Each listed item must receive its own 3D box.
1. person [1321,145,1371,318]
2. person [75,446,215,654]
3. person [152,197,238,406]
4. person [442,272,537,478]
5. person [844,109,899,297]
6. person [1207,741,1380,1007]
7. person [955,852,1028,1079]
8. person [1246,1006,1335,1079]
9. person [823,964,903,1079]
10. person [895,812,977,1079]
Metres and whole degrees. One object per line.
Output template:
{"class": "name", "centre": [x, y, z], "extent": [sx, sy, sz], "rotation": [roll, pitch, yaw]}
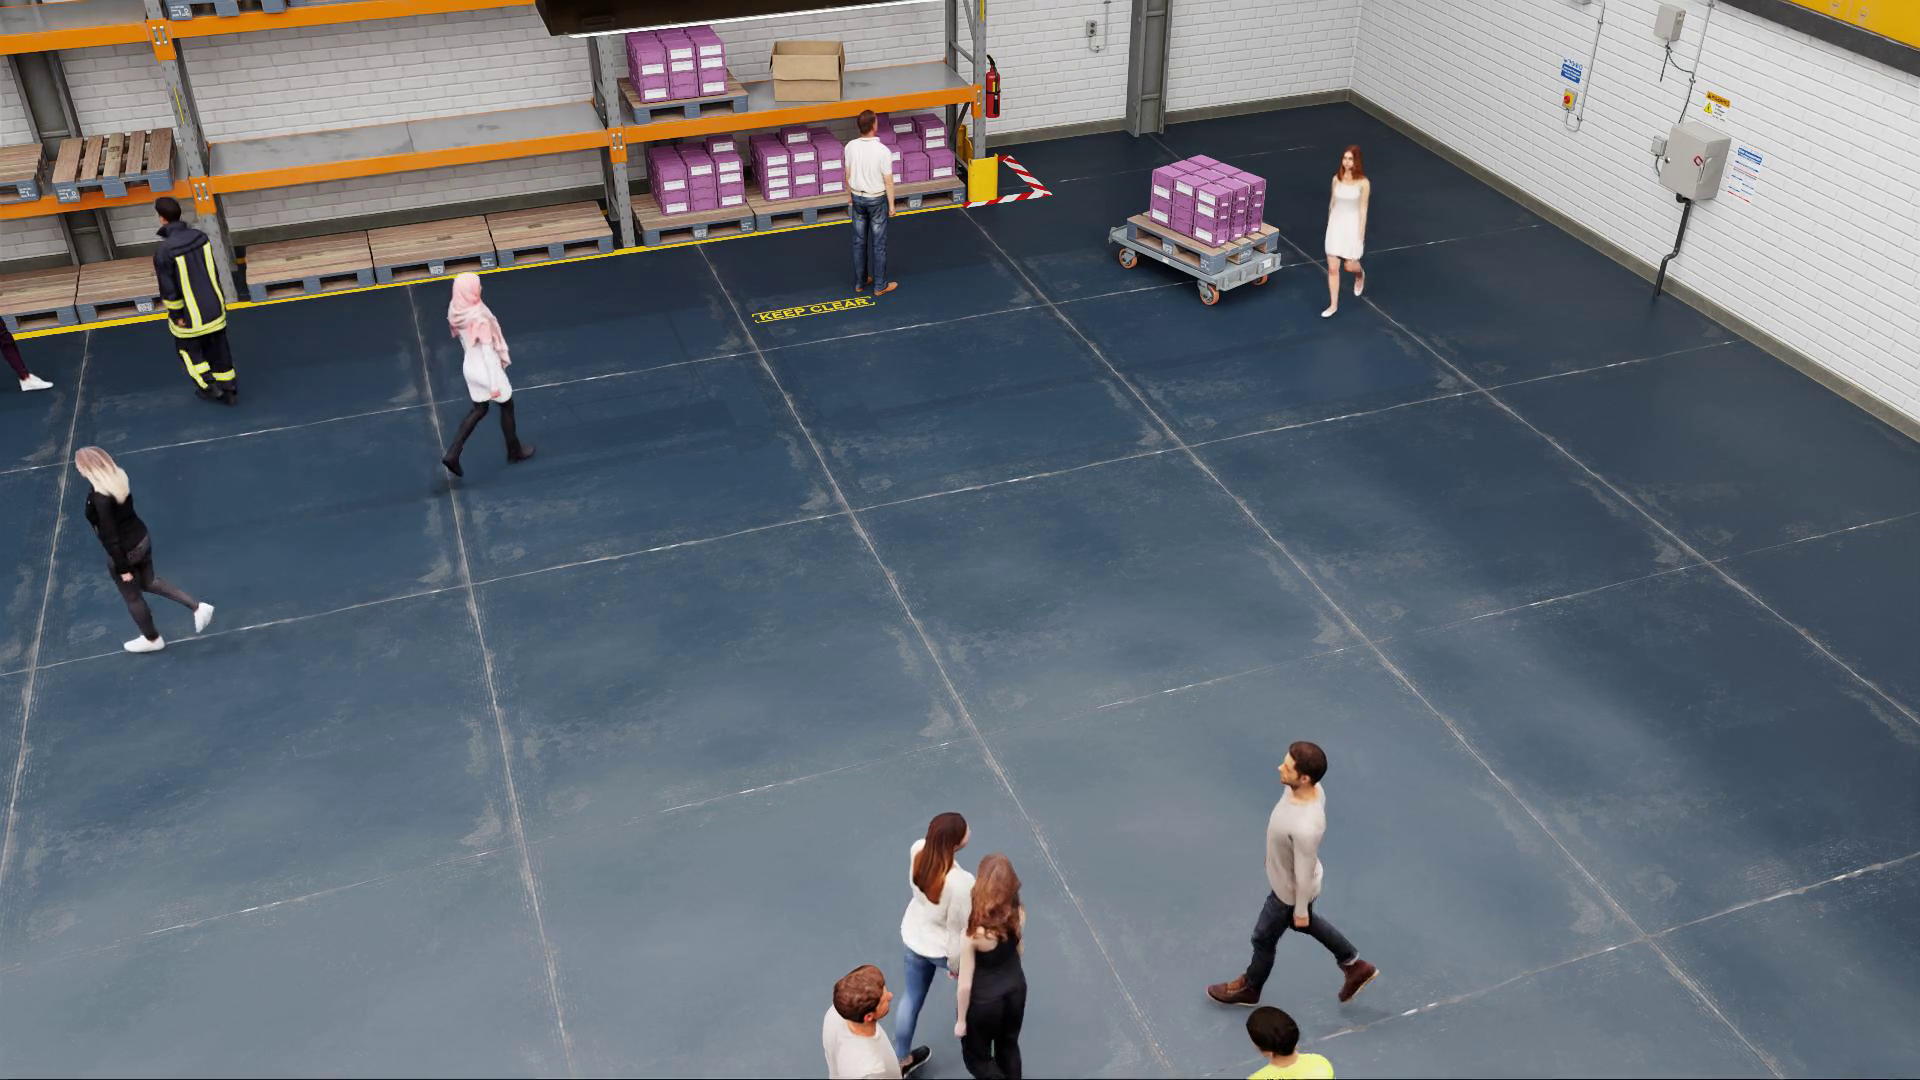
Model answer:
{"class": "person", "centre": [3.752, -3.010, 16.058], "extent": [0.839, 1.695, 0.989], "rotation": [23, 40, 31]}
{"class": "person", "centre": [-5.604, 0.075, 11.442], "extent": [0.960, 1.667, 0.746], "rotation": [-3, 34, -4]}
{"class": "person", "centre": [-6.553, -2.029, 14.386], "extent": [0.972, 1.913, 0.885], "rotation": [18, 38, 25]}
{"class": "person", "centre": [-3.913, -1.306, 13.414], "extent": [0.988, 1.784, 1.161], "rotation": [24, 40, 31]}
{"class": "person", "centre": [-0.903, -3.326, 16.390], "extent": [0.742, 1.855, 0.797], "rotation": [15, 36, 21]}
{"class": "person", "centre": [1.831, 1.804, 8.684], "extent": [1.229, 1.842, 0.988], "rotation": [4, 34, 7]}
{"class": "person", "centre": [0.172, 2.254, 8.109], "extent": [0.746, 1.729, 0.645], "rotation": [26, 42, 34]}
{"class": "person", "centre": [1.443, 2.763, 7.390], "extent": [0.548, 1.677, 0.673], "rotation": [-7, 34, -10]}
{"class": "person", "centre": [-0.413, 2.602, 7.426], "extent": [0.601, 1.905, 0.672], "rotation": [-15, 36, -21]}
{"class": "person", "centre": [-0.172, 2.086, 8.438], "extent": [1.174, 1.643, 0.905], "rotation": [-27, 42, -35]}
